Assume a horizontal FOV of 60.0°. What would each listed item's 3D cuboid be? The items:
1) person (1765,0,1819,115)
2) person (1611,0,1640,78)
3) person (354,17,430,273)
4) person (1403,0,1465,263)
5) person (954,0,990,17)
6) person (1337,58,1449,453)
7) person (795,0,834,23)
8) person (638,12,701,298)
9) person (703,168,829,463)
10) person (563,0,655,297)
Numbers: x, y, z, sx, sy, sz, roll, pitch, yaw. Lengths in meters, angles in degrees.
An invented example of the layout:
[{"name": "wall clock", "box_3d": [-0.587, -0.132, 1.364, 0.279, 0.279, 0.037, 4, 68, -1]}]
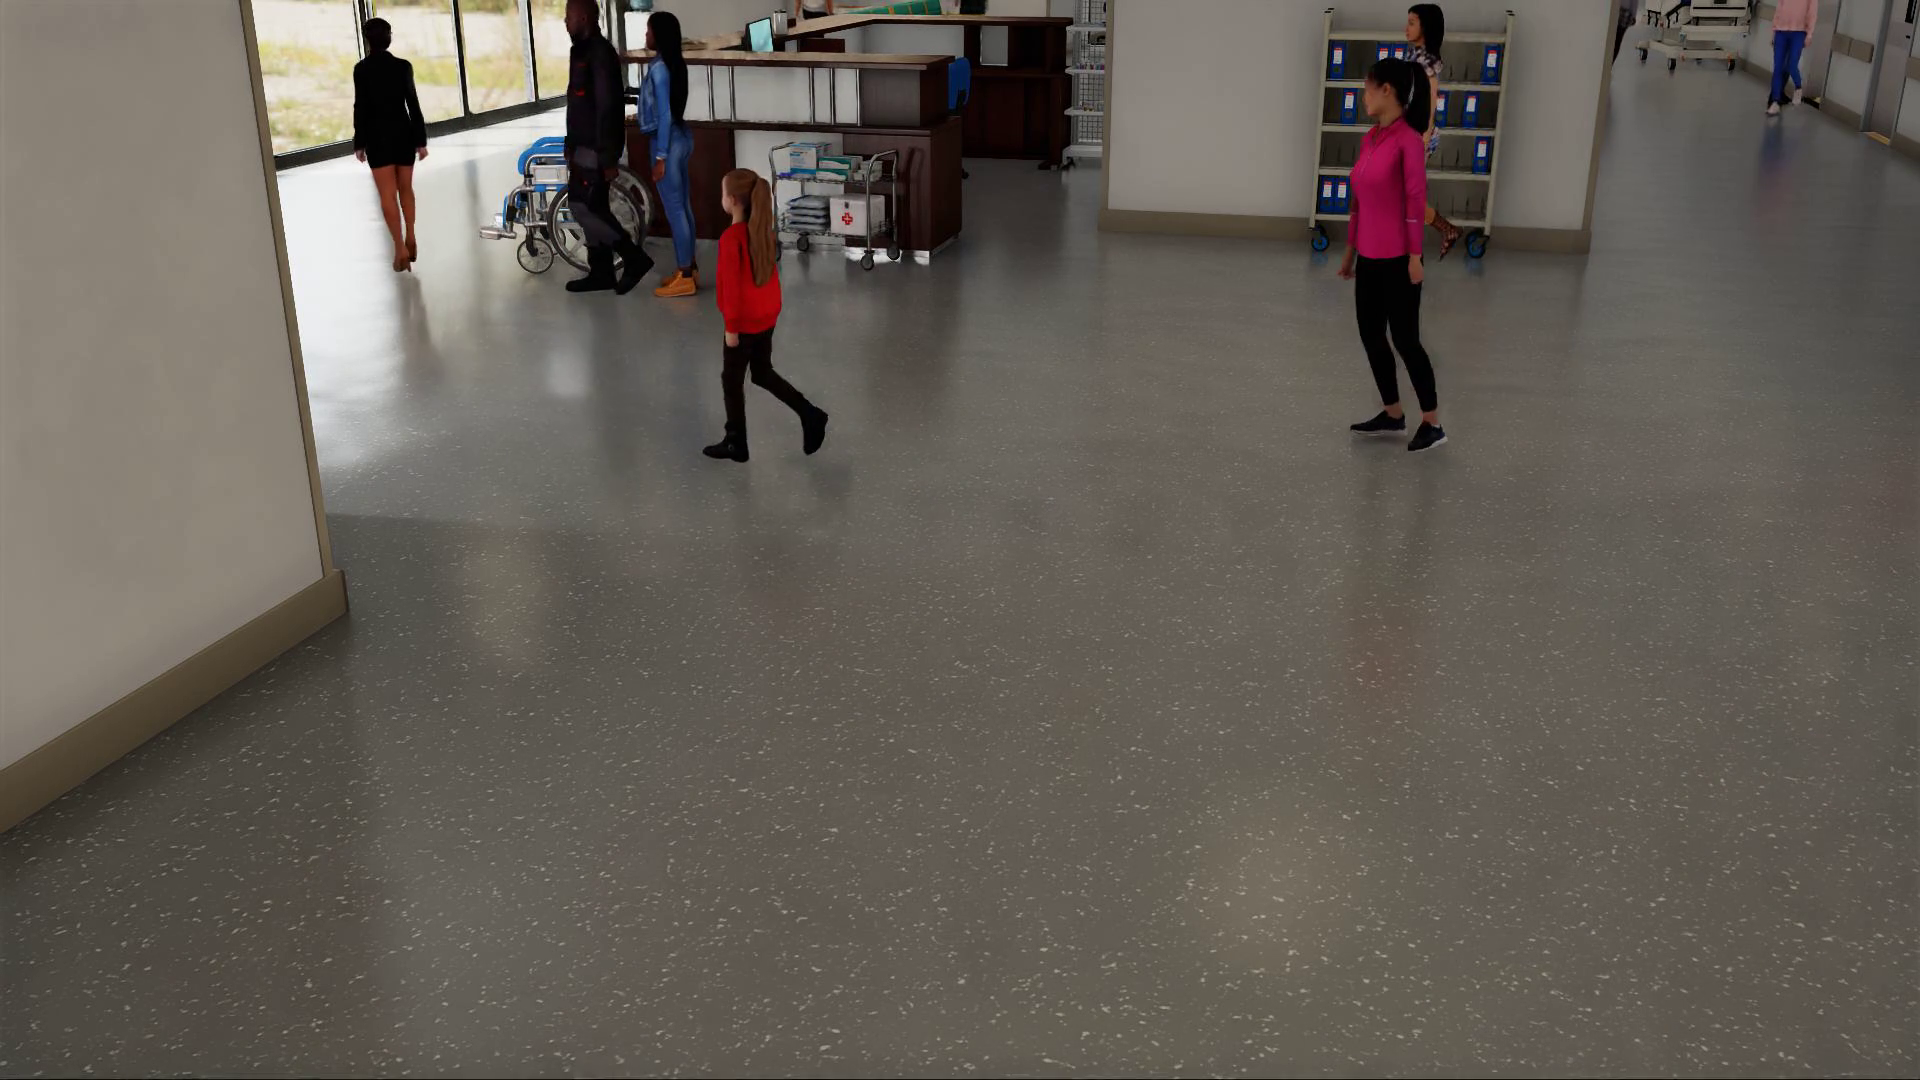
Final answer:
[{"name": "person", "box_3d": [9.800, -5.906, 19.548, 0.934, 1.754, 0.910, -17, 27, -38]}, {"name": "person", "box_3d": [9.388, -7.494, 23.749, 0.896, 1.747, 0.703, 4, 21, 10]}, {"name": "person", "box_3d": [-3.680, -2.551, 10.868, 0.728, 1.627, 0.775, -15, 26, -35]}, {"name": "person", "box_3d": [3.012, -2.555, 10.754, 0.972, 1.716, 0.772, -2, 21, -5]}, {"name": "person", "box_3d": [0.156, -8.463, 26.225, 0.495, 1.806, 0.886, 1, 21, 3]}, {"name": "person", "box_3d": [1.936, -1.227, 7.317, 0.862, 1.665, 0.849, -14, 25, -33]}, {"name": "person", "box_3d": [-1.916, -7.035, 22.483, 1.064, 1.785, 0.720, 6, 22, 15]}, {"name": "person", "box_3d": [-1.783, -2.386, 10.311, 0.569, 1.712, 0.633, 2, 21, 4]}, {"name": "person", "box_3d": [-0.853, -0.931, 7.096, 0.828, 1.269, 0.575, 9, 23, 22]}, {"name": "person", "box_3d": [-2.158, -2.437, 10.318, 0.953, 1.804, 0.888, -7, 22, -18]}]
